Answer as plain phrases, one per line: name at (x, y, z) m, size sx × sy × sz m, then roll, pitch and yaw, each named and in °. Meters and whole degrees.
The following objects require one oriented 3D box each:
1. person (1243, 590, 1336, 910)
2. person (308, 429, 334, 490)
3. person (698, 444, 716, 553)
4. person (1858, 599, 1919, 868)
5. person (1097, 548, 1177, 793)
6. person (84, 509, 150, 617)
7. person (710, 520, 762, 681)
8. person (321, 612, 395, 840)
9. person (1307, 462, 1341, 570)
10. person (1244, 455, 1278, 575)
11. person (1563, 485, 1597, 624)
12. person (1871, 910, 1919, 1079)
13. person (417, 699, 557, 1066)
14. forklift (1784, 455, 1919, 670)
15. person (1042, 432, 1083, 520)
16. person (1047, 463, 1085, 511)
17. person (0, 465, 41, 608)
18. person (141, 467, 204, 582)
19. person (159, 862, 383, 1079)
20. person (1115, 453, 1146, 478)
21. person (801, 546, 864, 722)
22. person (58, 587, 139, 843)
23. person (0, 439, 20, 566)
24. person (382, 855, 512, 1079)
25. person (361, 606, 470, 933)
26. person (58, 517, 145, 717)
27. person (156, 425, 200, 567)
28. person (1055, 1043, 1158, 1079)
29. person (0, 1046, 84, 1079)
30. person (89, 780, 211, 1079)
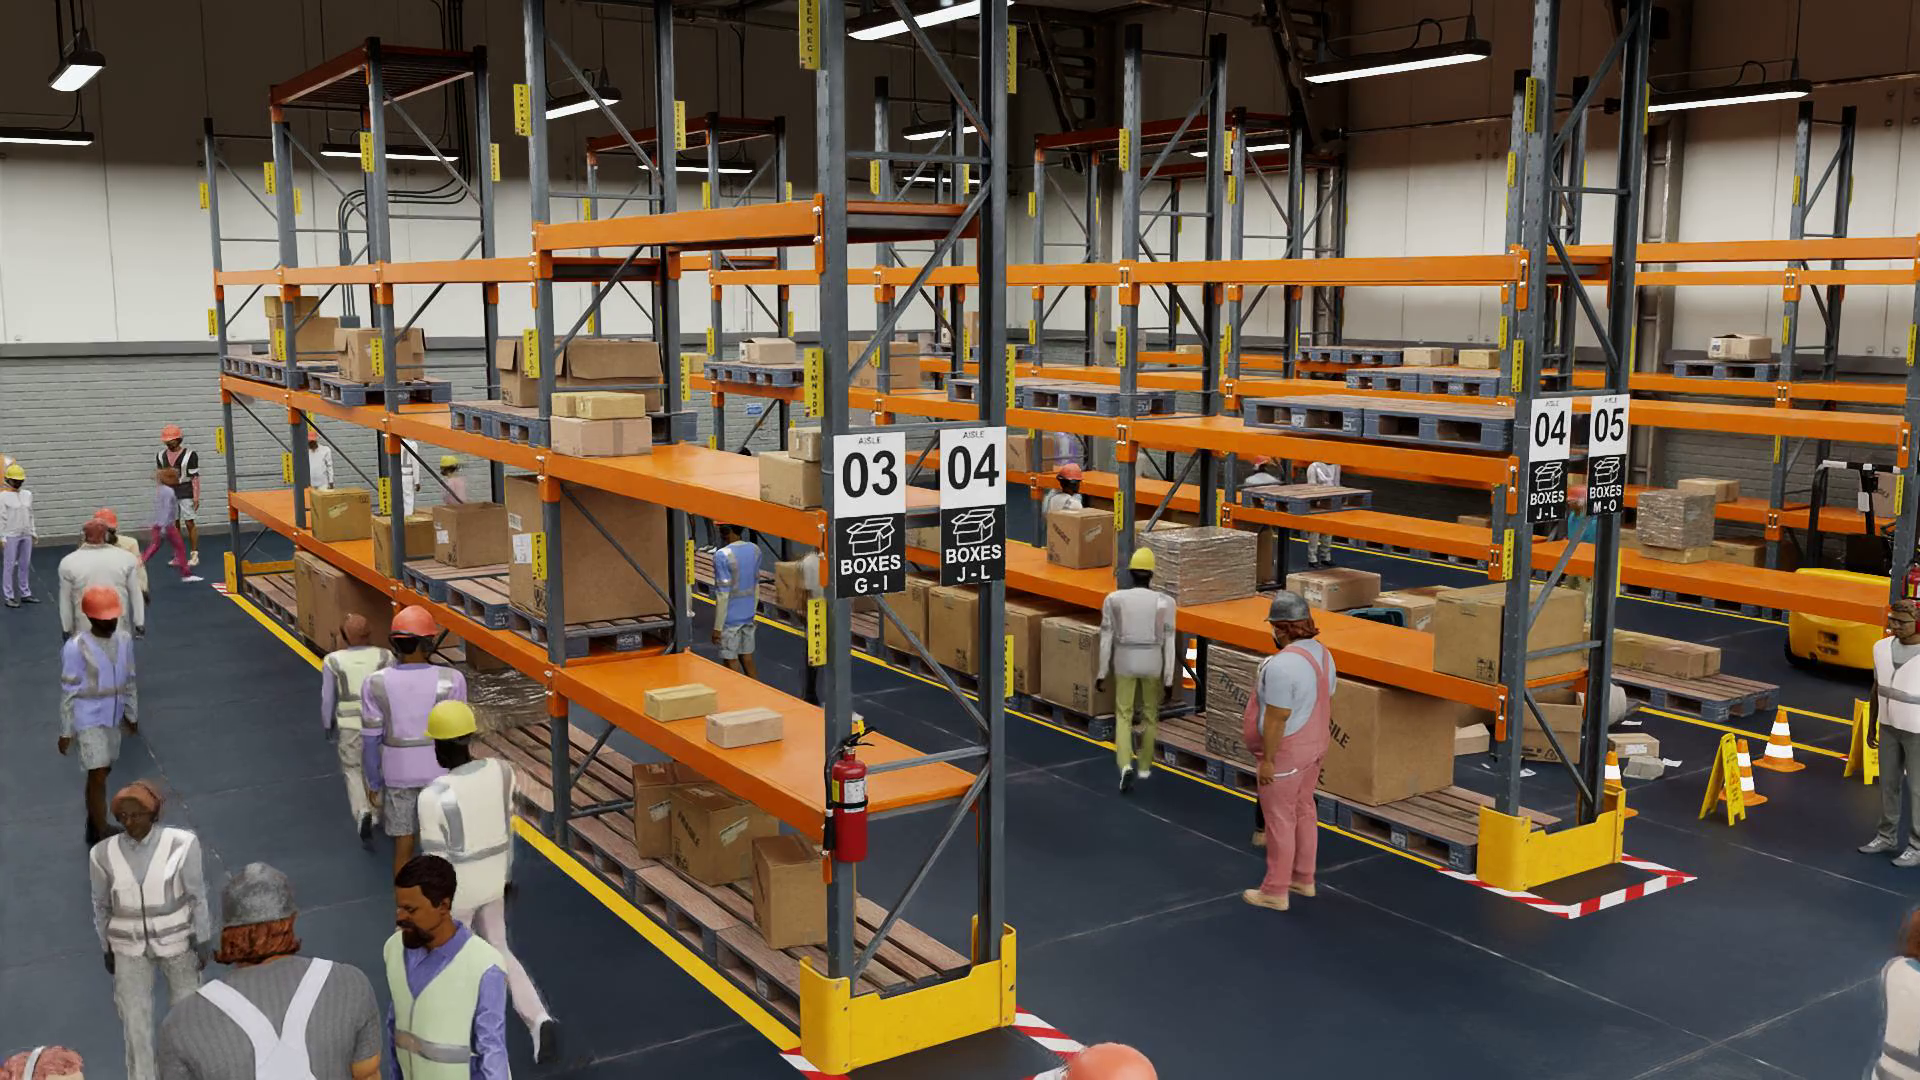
person at (2.078, 1.311, 10.631) m, size 0.535 × 2.000 × 0.685 m, roll 7°, pitch 11°, yaw 38°
person at (-10.313, -0.937, 26.598) m, size 0.573 × 1.741 × 0.355 m, roll -4°, pitch 9°, yaw -24°
person at (-3.774, -0.622, 24.875) m, size 0.288 × 1.627 × 0.501 m, roll -6°, pitch 10°, yaw -33°
person at (6.474, 1.305, 11.370) m, size 0.389 × 1.837 × 0.560 m, roll -3°, pitch 9°, yaw -21°
person at (1.397, 1.028, 13.073) m, size 0.611 × 1.896 × 0.871 m, roll 1°, pitch 9°, yaw 6°
person at (-8.642, 0.523, 17.005) m, size 0.575 × 1.701 × 0.915 m, roll -8°, pitch 12°, yaw -44°
person at (-2.018, 0.688, 14.773) m, size 0.379 × 2.041 × 0.616 m, roll 4°, pitch 10°, yaw 27°
person at (-4.274, 1.333, 11.910) m, size 0.525 × 1.619 × 0.674 m, roll -5°, pitch 10°, yaw -28°
person at (5.134, -0.497, 23.368) m, size 0.596 × 1.828 × 0.403 m, roll -5°, pitch 10°, yaw -32°
person at (4.086, -0.326, 22.537) m, size 0.574 × 1.736 × 0.615 m, roll -6°, pitch 10°, yaw -34°
person at (6.974, 0.248, 18.744) m, size 0.441 × 1.731 × 0.620 m, roll 0°, pitch 9°, yaw 0°
person at (3.734, 2.167, 6.399) m, size 0.777 × 1.592 × 0.526 m, roll -1°, pitch 9°, yaw -6°
person at (-2.398, 1.732, 8.277) m, size 0.749 × 1.907 × 0.600 m, roll 6°, pitch 10°, yaw 35°
forklift at (9.643, 0.253, 17.172) m, size 2.313 × 2.155 × 1.214 m, roll -6°, pitch 10°, yaw -33°
person at (1.756, -1.215, 28.280) m, size 0.952 × 1.800 × 0.640 m, roll 2°, pitch 9°, yaw 13°
person at (1.190, 0.169, 18.283) m, size 0.413 × 2.036 × 0.606 m, roll -4°, pitch 9°, yaw -24°
person at (-11.679, -0.054, 20.635) m, size 0.326 × 1.765 × 0.530 m, roll 3°, pitch 9°, yaw 18°
person at (-10.637, -0.188, 22.158) m, size 0.874 × 1.581 × 0.545 m, roll -7°, pitch 11°, yaw -37°
person at (-2.311, 2.065, 5.612) m, size 0.676 × 2.000 × 0.536 m, roll -5°, pitch 10°, yaw -32°
person at (2.493, -0.670, 24.588) m, size 0.493 × 1.814 × 0.943 m, roll -6°, pitch 10°, yaw -35°
person at (-1.147, 0.750, 14.997) m, size 0.741 × 1.844 × 0.565 m, roll 7°, pitch 11°, yaw 40°
person at (-5.939, 1.254, 11.550) m, size 0.662 × 1.899 × 0.619 m, roll 3°, pitch 9°, yaw 16°
person at (-13.620, -0.565, 23.506) m, size 0.594 × 1.924 × 0.376 m, roll -5°, pitch 10°, yaw -32°
person at (-1.858, 2.061, 6.093) m, size 0.593 × 1.911 × 0.382 m, roll 5°, pitch 10°, yaw 32°
person at (-3.251, 1.407, 9.994) m, size 0.610 × 2.040 × 0.394 m, roll -2°, pitch 9°, yaw -13°
person at (-7.719, 0.738, 14.960) m, size 0.670 × 1.882 × 0.505 m, roll -5°, pitch 10°, yaw -32°
person at (-11.062, -0.619, 23.527) m, size 0.612 × 2.033 × 0.411 m, roll 1°, pitch 9°, yaw 6°
person at (0.394, 2.279, 4.395) m, size 0.496 × 1.979 × 0.627 m, roll 7°, pitch 11°, yaw 41°
person at (-2.547, 2.299, 4.660) m, size 0.964 × 1.862 × 0.637 m, roll -1°, pitch 9°, yaw -6°
person at (-3.862, 1.919, 8.002) m, size 0.518 × 1.619 × 0.722 m, roll -2°, pitch 9°, yaw -14°
